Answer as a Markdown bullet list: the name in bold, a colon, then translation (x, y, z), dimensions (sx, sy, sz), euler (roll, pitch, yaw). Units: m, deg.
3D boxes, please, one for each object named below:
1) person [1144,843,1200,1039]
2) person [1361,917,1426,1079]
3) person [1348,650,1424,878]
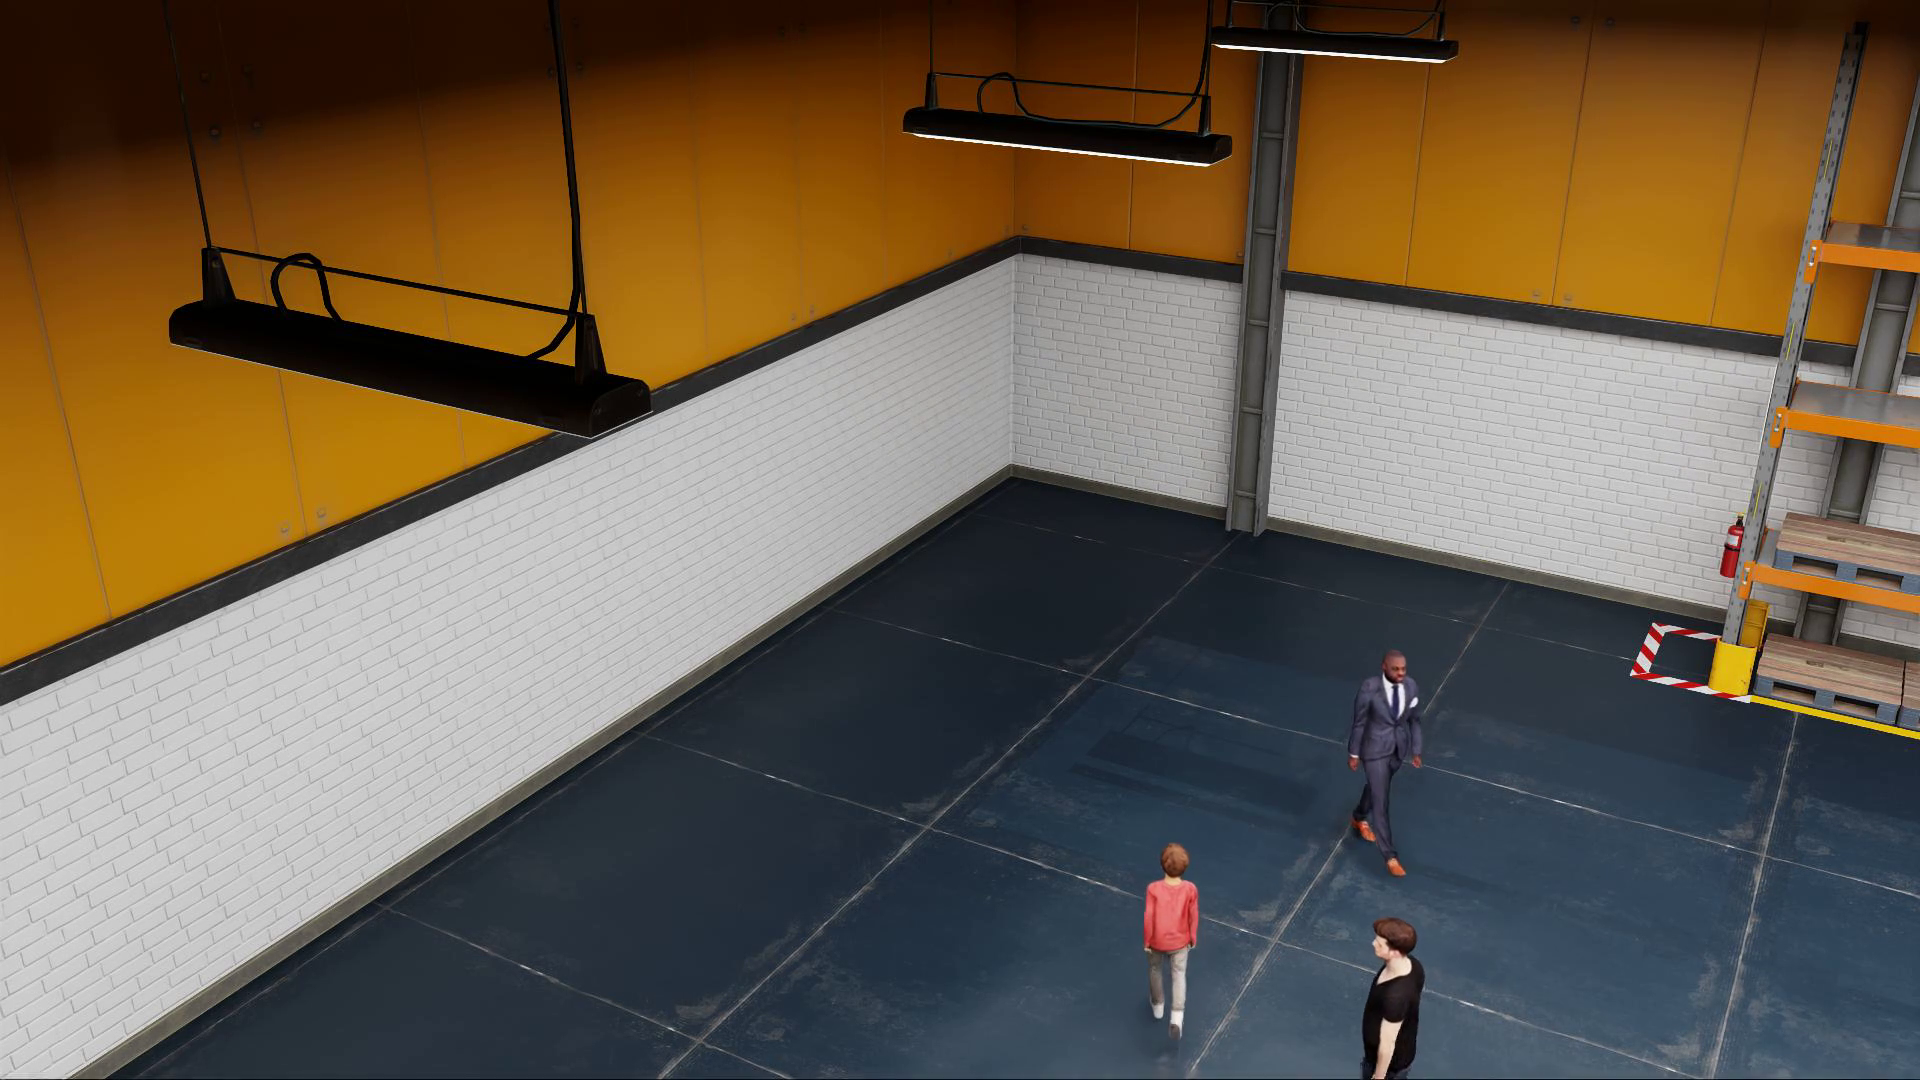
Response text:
- **person**: translation (1.401, 2.698, 11.130), dimensions (0.826, 1.403, 0.810), euler (0, 24, 0)
- **person**: translation (2.599, 3.040, 9.754), dimensions (0.971, 1.879, 0.760), euler (8, 25, 18)
- **person**: translation (3.285, 1.648, 13.066), dimensions (1.180, 1.777, 1.265), euler (-8, 25, -17)
